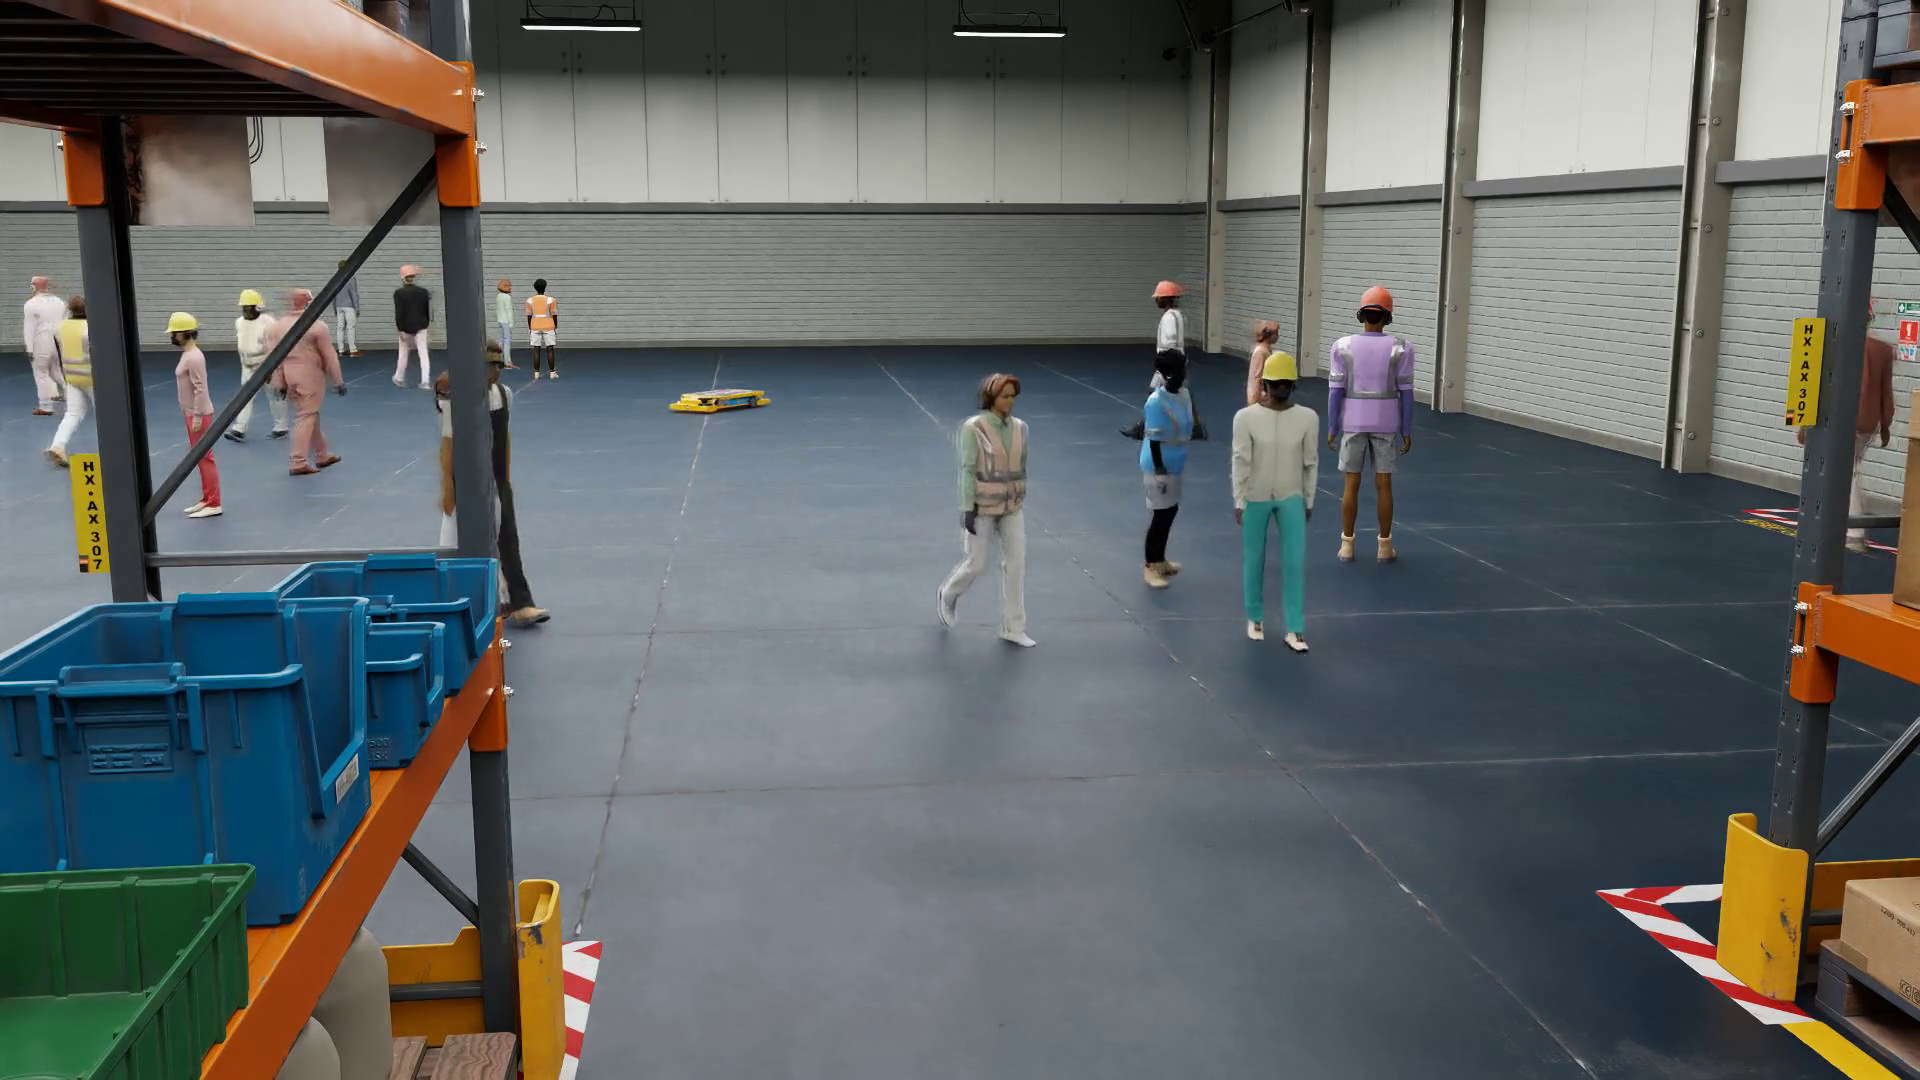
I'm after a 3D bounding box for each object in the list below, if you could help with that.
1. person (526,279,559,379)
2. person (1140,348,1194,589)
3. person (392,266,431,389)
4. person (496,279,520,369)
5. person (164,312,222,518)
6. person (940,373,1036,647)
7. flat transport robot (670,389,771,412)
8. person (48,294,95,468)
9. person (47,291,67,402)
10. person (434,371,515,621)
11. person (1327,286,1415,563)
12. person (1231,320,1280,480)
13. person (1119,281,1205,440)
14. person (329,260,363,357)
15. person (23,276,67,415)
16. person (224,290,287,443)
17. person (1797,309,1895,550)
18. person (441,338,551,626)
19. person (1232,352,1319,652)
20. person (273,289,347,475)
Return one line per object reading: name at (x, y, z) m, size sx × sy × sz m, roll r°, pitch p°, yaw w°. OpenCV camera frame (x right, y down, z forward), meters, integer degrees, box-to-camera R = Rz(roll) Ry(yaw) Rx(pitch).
person at (-7.066, -3.568, 28.172) m, size 0.535 × 1.700 × 0.318 m, roll 0°, pitch 10°, yaw -2°
person at (1.424, -0.503, 11.469) m, size 0.386 × 1.659 × 0.678 m, roll 5°, pitch 12°, yaw 28°
person at (-8.747, -3.387, 26.503) m, size 0.620 × 1.936 × 1.026 m, roll -8°, pitch 13°, yaw -38°
person at (-8.315, -3.956, 30.478) m, size 0.289 × 1.633 × 0.500 m, roll -8°, pitch 13°, yaw -38°
person at (-6.603, -1.072, 14.308) m, size 0.330 × 1.765 × 0.533 m, roll -6°, pitch 12°, yaw -29°
person at (0.168, -0.195, 9.897) m, size 0.517 × 1.616 × 0.662 m, roll -7°, pitch 13°, yaw -34°
flat transport robot at (-3.352, -1.968, 23.312) m, size 0.652 × 0.197 × 1.431 m, roll 6°, pitch 12°, yaw 31°
person at (-9.206, -1.659, 17.422) m, size 0.632 × 1.812 × 0.871 m, roll 3°, pitch 11°, yaw 14°
person at (-13.347, -2.833, 24.319) m, size 0.506 × 1.632 × 0.268 m, roll 5°, pitch 11°, yaw 25°
person at (-3.050, -0.238, 10.183) m, size 0.520 × 1.584 × 0.846 m, roll 5°, pitch 12°, yaw 28°
person at (3.035, -0.849, 12.318) m, size 0.616 × 2.041 × 0.382 m, roll 3°, pitch 11°, yaw 15°
person at (2.968, -1.314, 16.087) m, size 0.713 × 1.610 × 0.537 m, roll 3°, pitch 11°, yaw 16°
person at (2.446, -2.106, 19.669) m, size 1.011 × 1.886 × 0.549 m, roll 4°, pitch 11°, yaw 20°
person at (-12.345, -4.650, 33.443) m, size 0.635 × 1.938 × 0.361 m, roll 3°, pitch 11°, yaw 17°
person at (-12.253, -2.604, 22.397) m, size 0.658 × 1.885 × 0.647 m, roll 3°, pitch 11°, yaw 16°
person at (-8.250, -2.018, 19.427) m, size 0.605 × 1.778 × 0.899 m, roll 3°, pitch 11°, yaw 16°
person at (6.924, -0.939, 13.086) m, size 0.641 × 1.936 × 1.010 m, roll -1°, pitch 10°, yaw -8°
person at (-2.916, -0.337, 10.233) m, size 0.793 × 1.797 × 0.548 m, roll 8°, pitch 13°, yaw 38°
person at (1.842, -0.216, 9.695) m, size 0.532 × 1.739 × 0.785 m, roll 0°, pitch 10°, yaw 1°
person at (-6.601, -1.624, 17.071) m, size 0.647 × 1.867 × 0.918 m, roll 5°, pitch 12°, yaw 26°
